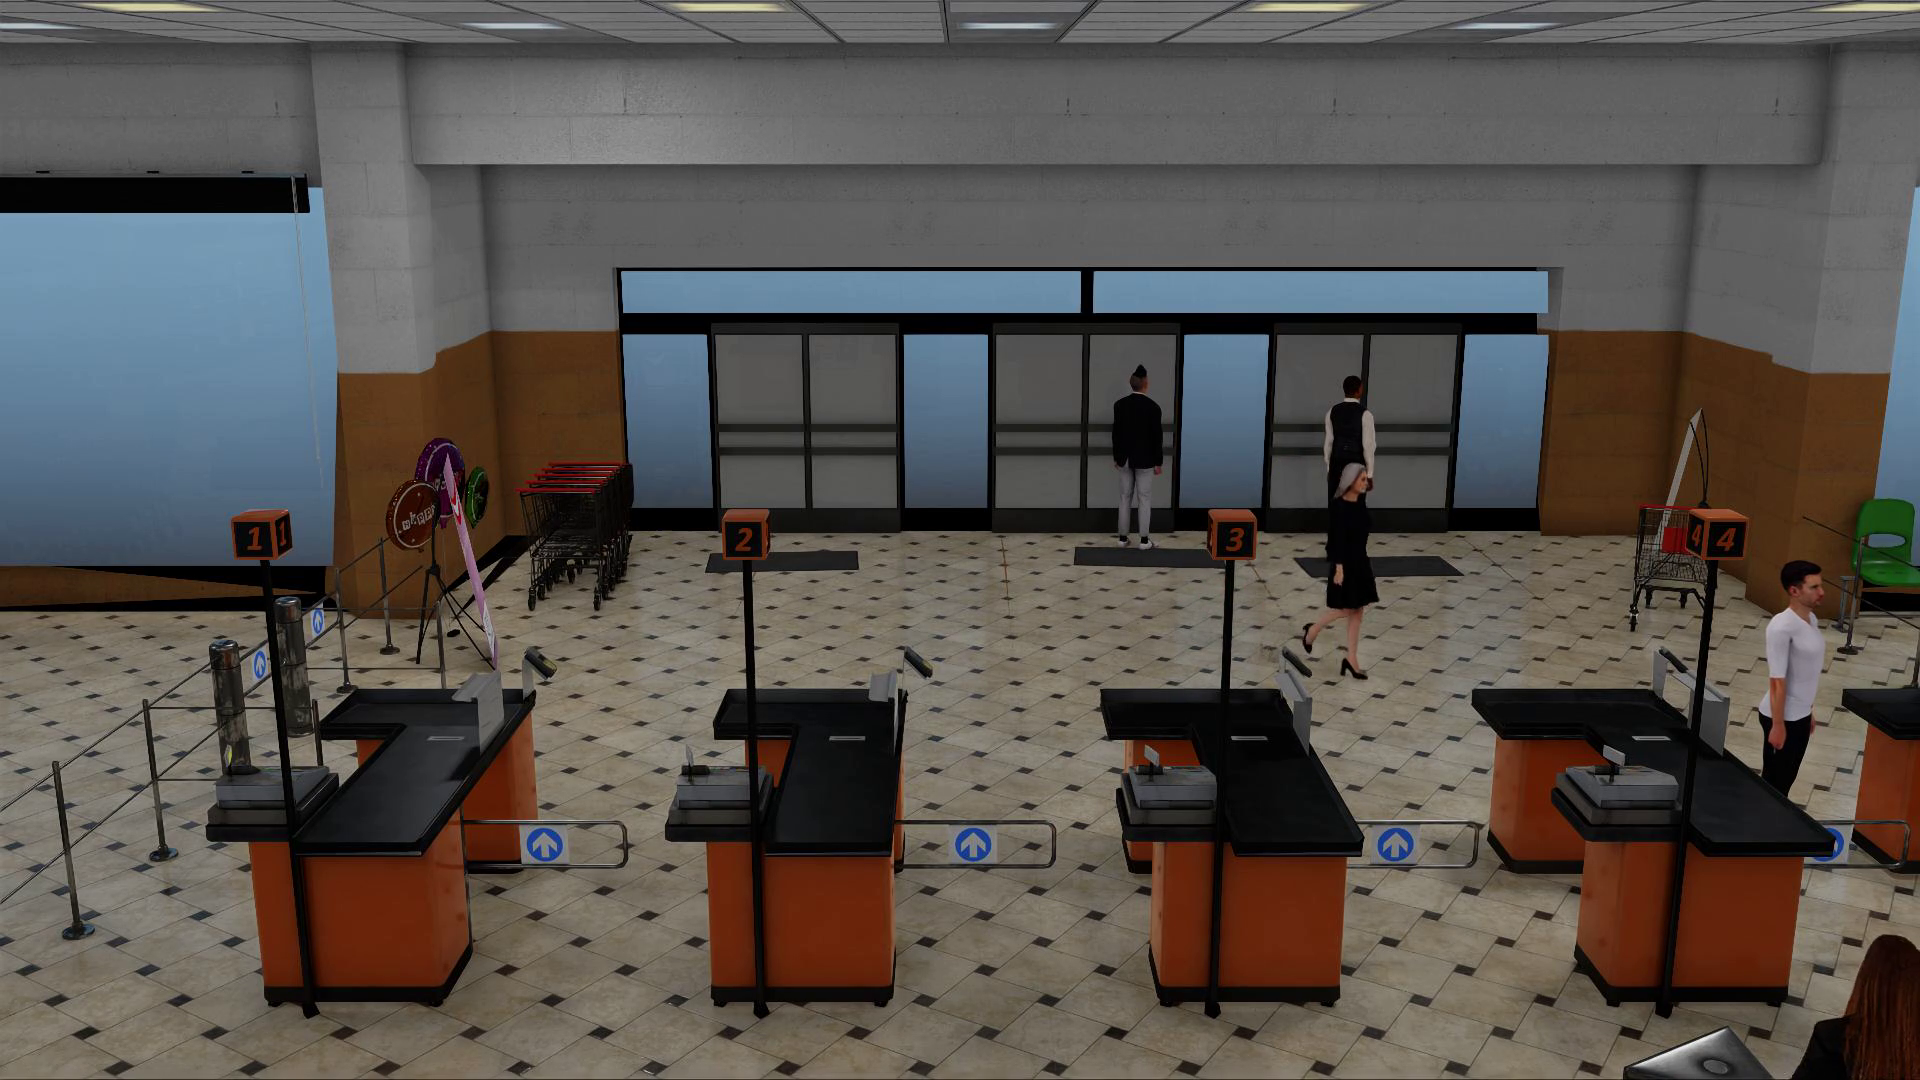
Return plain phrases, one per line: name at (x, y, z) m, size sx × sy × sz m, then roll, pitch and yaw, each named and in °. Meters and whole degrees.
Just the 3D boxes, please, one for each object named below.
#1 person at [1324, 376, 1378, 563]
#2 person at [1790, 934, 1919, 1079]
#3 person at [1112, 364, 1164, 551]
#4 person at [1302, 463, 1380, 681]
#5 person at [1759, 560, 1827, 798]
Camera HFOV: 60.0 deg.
person at (3.916, -0.706, 16.783) m, size 0.776 × 1.919 × 0.799 m, roll 10°, pitch 17°, yaw 36°
person at (2.995, 2.163, 5.490) m, size 0.615 × 1.666 × 1.058 m, roll -1°, pitch 14°, yaw -2°
person at (1.843, -0.874, 17.410) m, size 0.798 × 1.950 × 0.775 m, roll 7°, pitch 15°, yaw 28°
person at (3.039, 0.241, 13.267) m, size 0.959 × 1.735 × 0.910 m, roll 12°, pitch 18°, yaw 41°
person at (4.879, 1.019, 9.815) m, size 0.747 × 1.851 × 0.801 m, roll -13°, pitch 18°, yaw -42°
